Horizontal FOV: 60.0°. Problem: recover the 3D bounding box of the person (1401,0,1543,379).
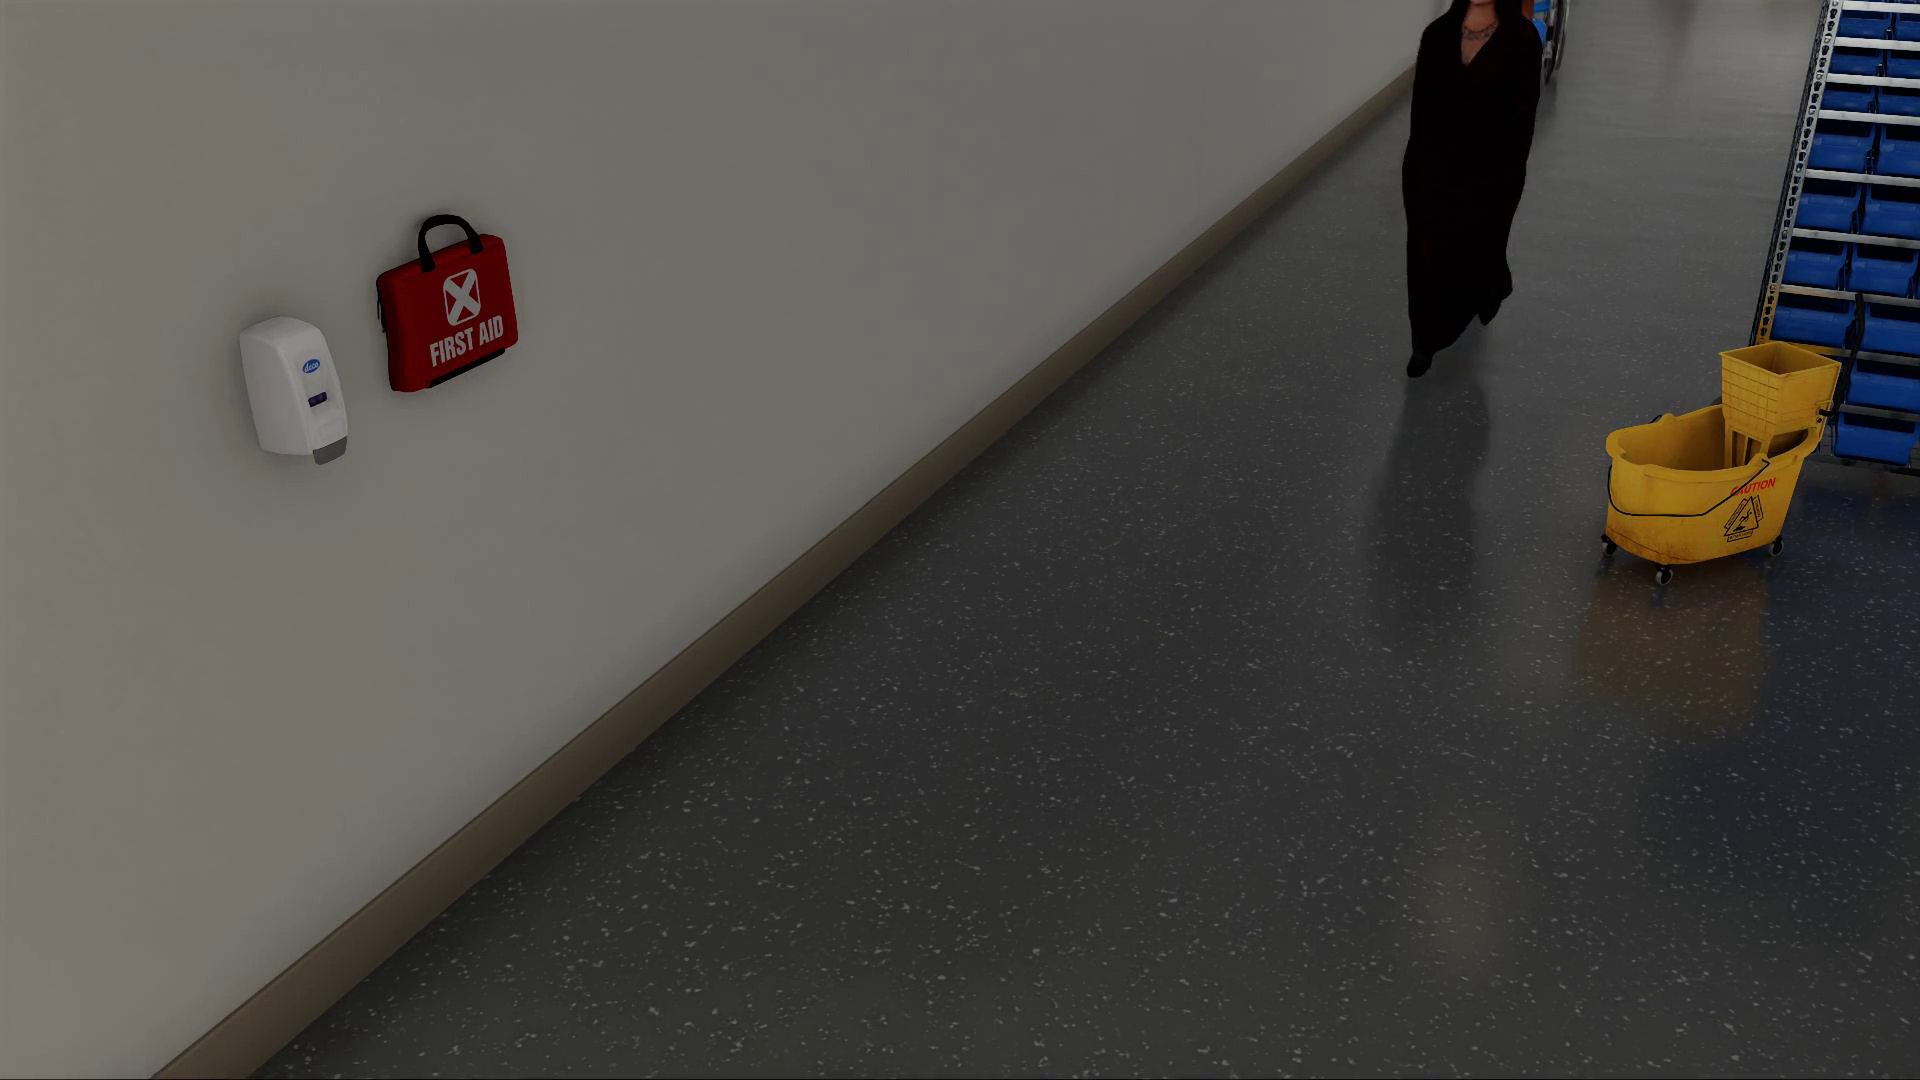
[{"bbox_3d":[2.102,-1.542,6.851,0.828,1.744,0.790,16,30,30],"label":"person"}]
